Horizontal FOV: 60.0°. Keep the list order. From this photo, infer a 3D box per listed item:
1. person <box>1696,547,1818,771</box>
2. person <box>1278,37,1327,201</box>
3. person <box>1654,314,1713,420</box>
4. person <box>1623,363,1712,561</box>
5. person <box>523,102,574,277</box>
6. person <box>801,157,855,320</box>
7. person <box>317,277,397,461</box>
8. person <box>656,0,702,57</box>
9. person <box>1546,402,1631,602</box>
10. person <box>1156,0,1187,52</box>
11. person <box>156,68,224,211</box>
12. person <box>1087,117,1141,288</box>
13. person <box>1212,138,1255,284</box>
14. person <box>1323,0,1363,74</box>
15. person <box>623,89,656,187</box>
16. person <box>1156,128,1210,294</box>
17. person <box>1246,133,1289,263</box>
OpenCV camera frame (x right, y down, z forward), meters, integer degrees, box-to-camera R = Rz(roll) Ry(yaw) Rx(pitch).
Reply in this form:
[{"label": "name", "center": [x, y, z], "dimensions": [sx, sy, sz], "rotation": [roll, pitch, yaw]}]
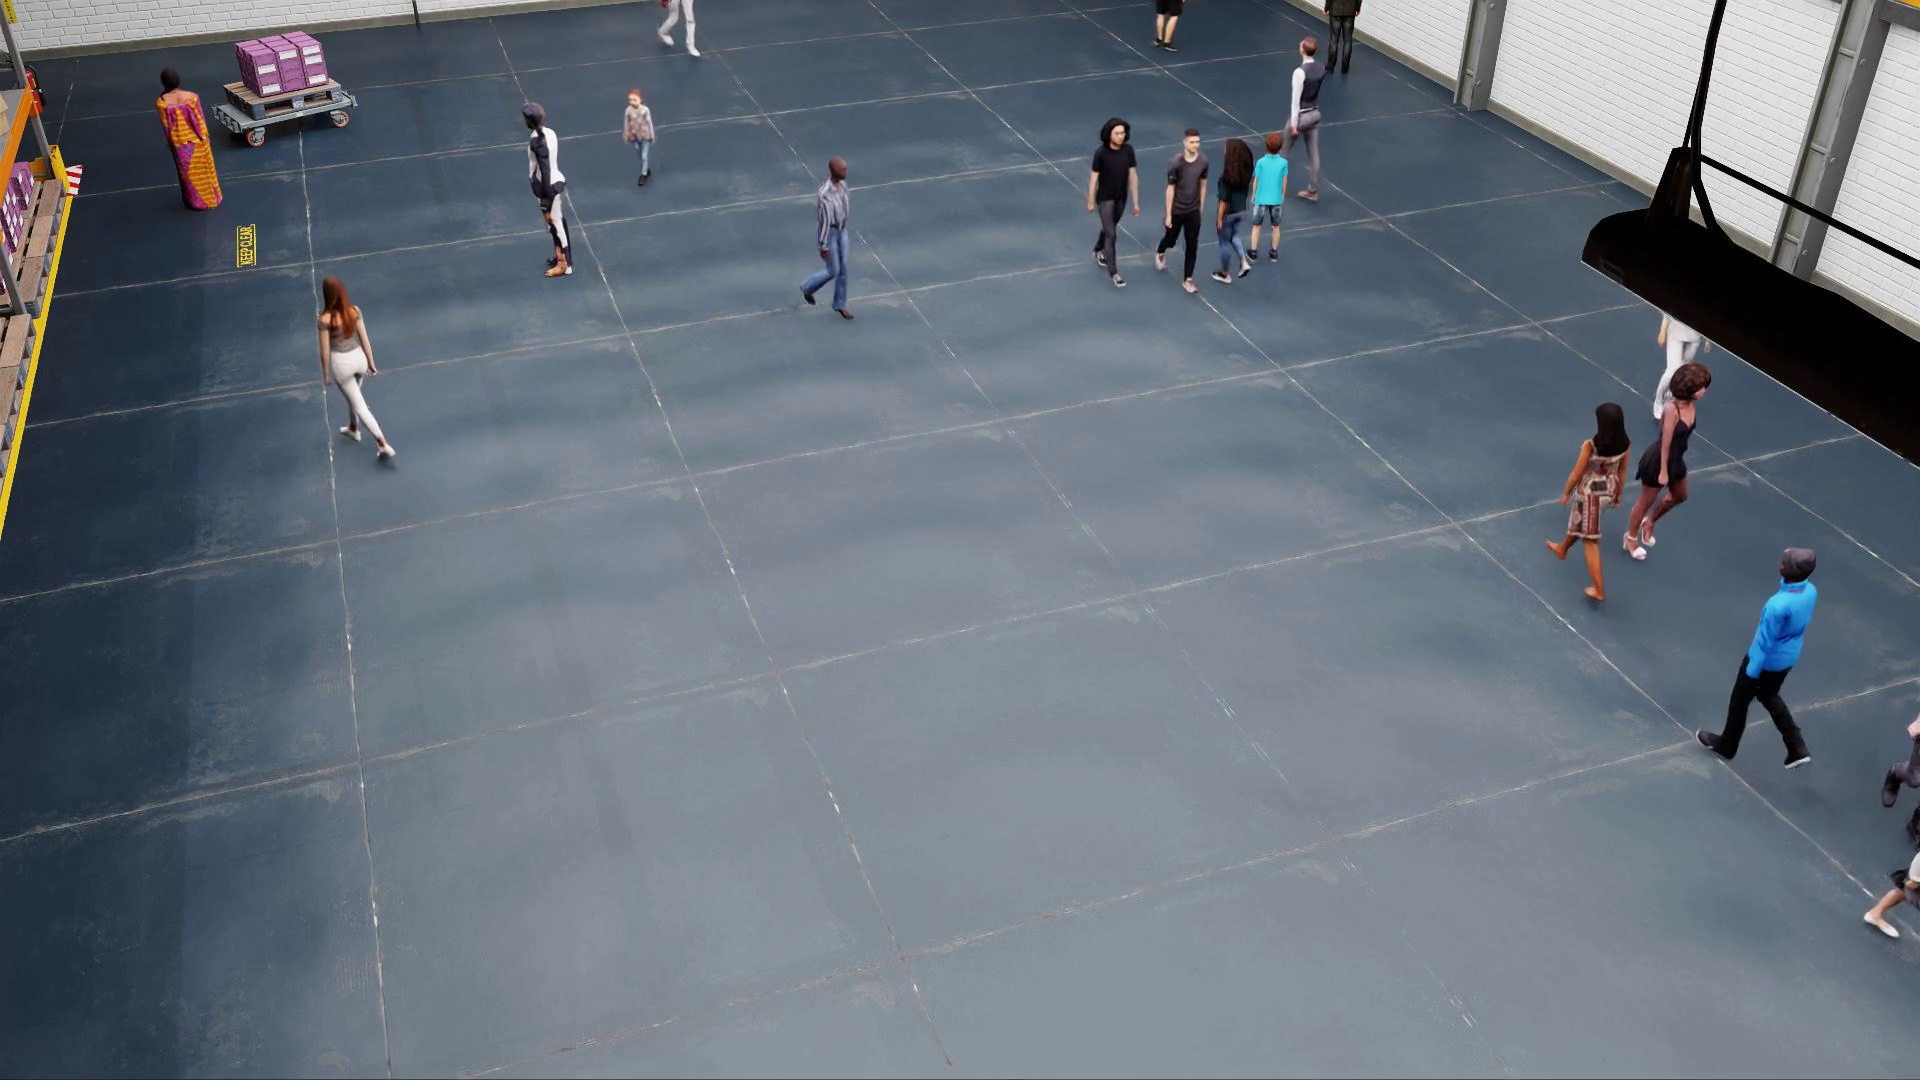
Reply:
[{"label": "person", "center": [5.490, 0.842, 11.095], "dimensions": [0.754, 1.776, 1.024], "rotation": [-20, 38, -27]}, {"label": "person", "center": [4.150, -4.962, 19.720], "dimensions": [0.815, 1.893, 1.251], "rotation": [-19, 38, -26]}, {"label": "person", "center": [6.692, -1.942, 15.390], "dimensions": [0.664, 1.657, 0.674], "rotation": [-2, 34, -3]}, {"label": "person", "center": [5.555, -0.643, 13.326], "dimensions": [0.641, 1.779, 0.684], "rotation": [-24, 40, -31]}, {"label": "person", "center": [-4.440, -3.796, 17.968], "dimensions": [0.804, 1.892, 0.639], "rotation": [-2, 34, -2]}, {"label": "person", "center": [-1.367, -3.071, 16.990], "dimensions": [0.981, 1.766, 0.906], "rotation": [15, 36, 21]}, {"label": "person", "center": [-5.339, -1.476, 14.657], "dimensions": [1.197, 1.692, 0.971], "rotation": [25, 41, 32]}, {"label": "person", "center": [-4.210, -8.079, 24.506], "dimensions": [1.008, 1.786, 1.250], "rotation": [-29, 43, -36]}, {"label": "person", "center": [4.966, -0.279, 12.942], "dimensions": [0.637, 1.598, 1.120], "rotation": [-8, 35, -12]}, {"label": "person", "center": [3.089, -8.169, 24.743], "dimensions": [0.783, 1.675, 0.942], "rotation": [18, 38, 25]}, {"label": "person", "center": [-9.114, -4.740, 19.589], "dimensions": [0.706, 1.669, 0.721], "rotation": [-20, 38, -27]}, {"label": "person", "center": [1.609, -3.712, 17.930], "dimensions": [0.679, 1.793, 1.165], "rotation": [-14, 36, -20]}, {"label": "person", "center": [2.956, -3.465, 17.730], "dimensions": [0.713, 1.604, 0.797], "rotation": [-24, 41, -32]}, {"label": "person", "center": [5.479, -7.588, 23.755], "dimensions": [0.755, 1.801, 0.706], "rotation": [2, 34, 4]}, {"label": "person", "center": [-3.902, -4.948, 20.358], "dimensions": [0.719, 1.164, 0.885], "rotation": [3, 34, 5]}, {"label": "person", "center": [2.361, -3.545, 17.725], "dimensions": [0.691, 1.741, 1.046], "rotation": [-9, 35, -13]}, {"label": "person", "center": [3.408, -3.780, 18.345], "dimensions": [0.575, 1.447, 0.575], "rotation": [1, 34, 1]}]
